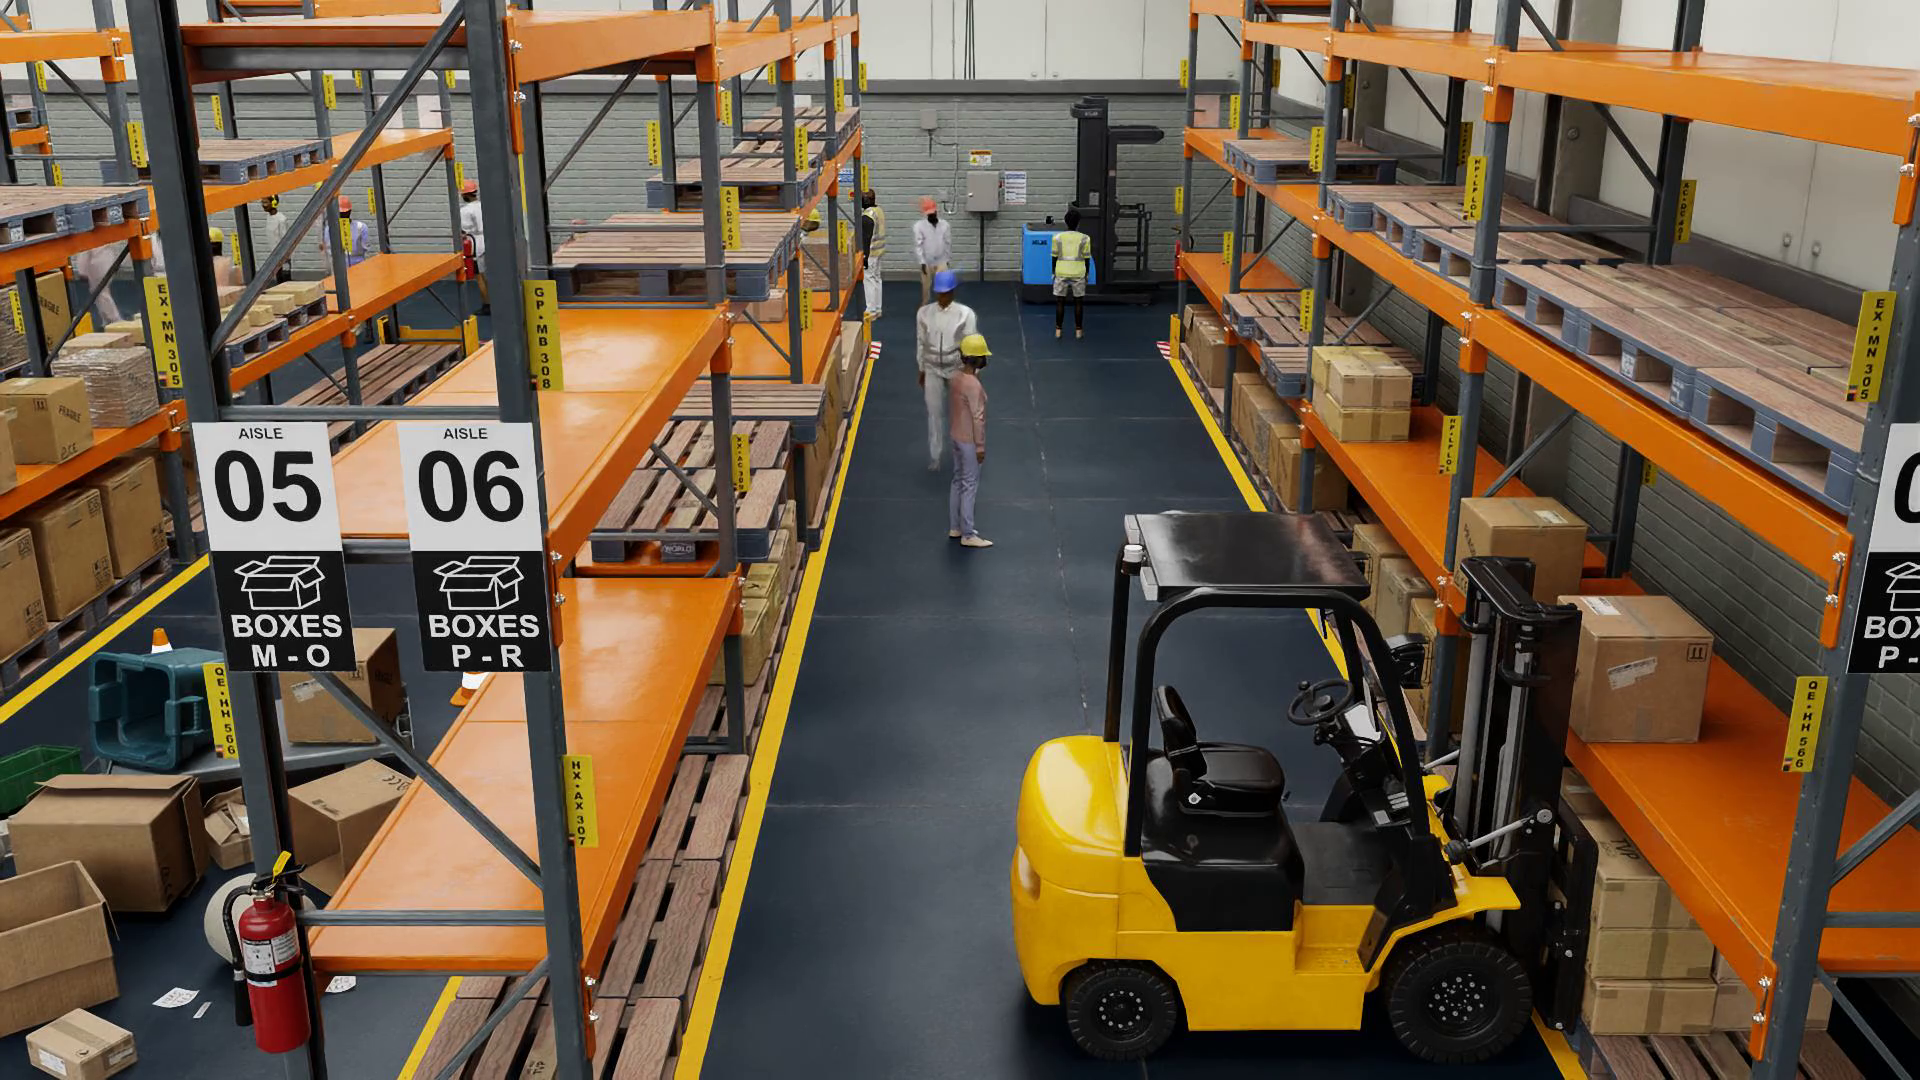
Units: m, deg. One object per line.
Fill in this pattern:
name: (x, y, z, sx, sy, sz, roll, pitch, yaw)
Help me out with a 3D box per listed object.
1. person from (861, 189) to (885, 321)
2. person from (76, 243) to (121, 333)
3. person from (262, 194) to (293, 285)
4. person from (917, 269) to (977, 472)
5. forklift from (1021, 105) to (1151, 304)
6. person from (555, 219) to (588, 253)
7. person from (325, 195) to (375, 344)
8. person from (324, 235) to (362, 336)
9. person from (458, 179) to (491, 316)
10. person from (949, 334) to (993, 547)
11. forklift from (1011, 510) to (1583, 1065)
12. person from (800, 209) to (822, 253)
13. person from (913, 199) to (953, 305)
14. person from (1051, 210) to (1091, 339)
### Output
person: (-1.264, -3.971, 23.147, 0.428, 1.837, 0.627, 4, 19, 13)
person: (-11.447, -3.599, 21.940, 0.641, 1.875, 0.665, 0, 18, 0)
person: (-9.246, -3.813, 22.629, 0.325, 1.861, 0.506, -17, 25, -41)
person: (-0.110, -1.681, 16.089, 0.612, 1.923, 0.894, 4, 19, 11)
forklift: (1.857, -4.944, 24.441, 1.873, 2.768, 1.129, 0, 18, 0)
person: (-4.417, -2.797, 19.482, 0.399, 1.904, 0.644, 12, 22, 32)
person: (-7.887, -3.489, 21.543, 0.539, 1.929, 0.388, -4, 19, -12)
person: (-8.135, -3.493, 21.995, 0.560, 1.622, 0.380, 4, 19, 12)
person: (-6.784, -4.125, 23.468, 0.470, 1.918, 0.579, 11, 21, 29)
person: (0.098, -0.824, 13.730, 0.326, 1.767, 0.533, -7, 19, -19)
forklift: (1.387, 1.055, 7.378, 2.313, 2.155, 1.214, 0, 18, 0)
person: (-1.946, -3.469, 21.789, 0.324, 1.730, 0.490, 1, 18, 2)
person: (-0.348, -3.850, 22.987, 0.562, 1.693, 0.877, -6, 19, -18)
person: (1.460, -3.496, 21.934, 0.537, 1.690, 0.321, 2, 18, 6)
